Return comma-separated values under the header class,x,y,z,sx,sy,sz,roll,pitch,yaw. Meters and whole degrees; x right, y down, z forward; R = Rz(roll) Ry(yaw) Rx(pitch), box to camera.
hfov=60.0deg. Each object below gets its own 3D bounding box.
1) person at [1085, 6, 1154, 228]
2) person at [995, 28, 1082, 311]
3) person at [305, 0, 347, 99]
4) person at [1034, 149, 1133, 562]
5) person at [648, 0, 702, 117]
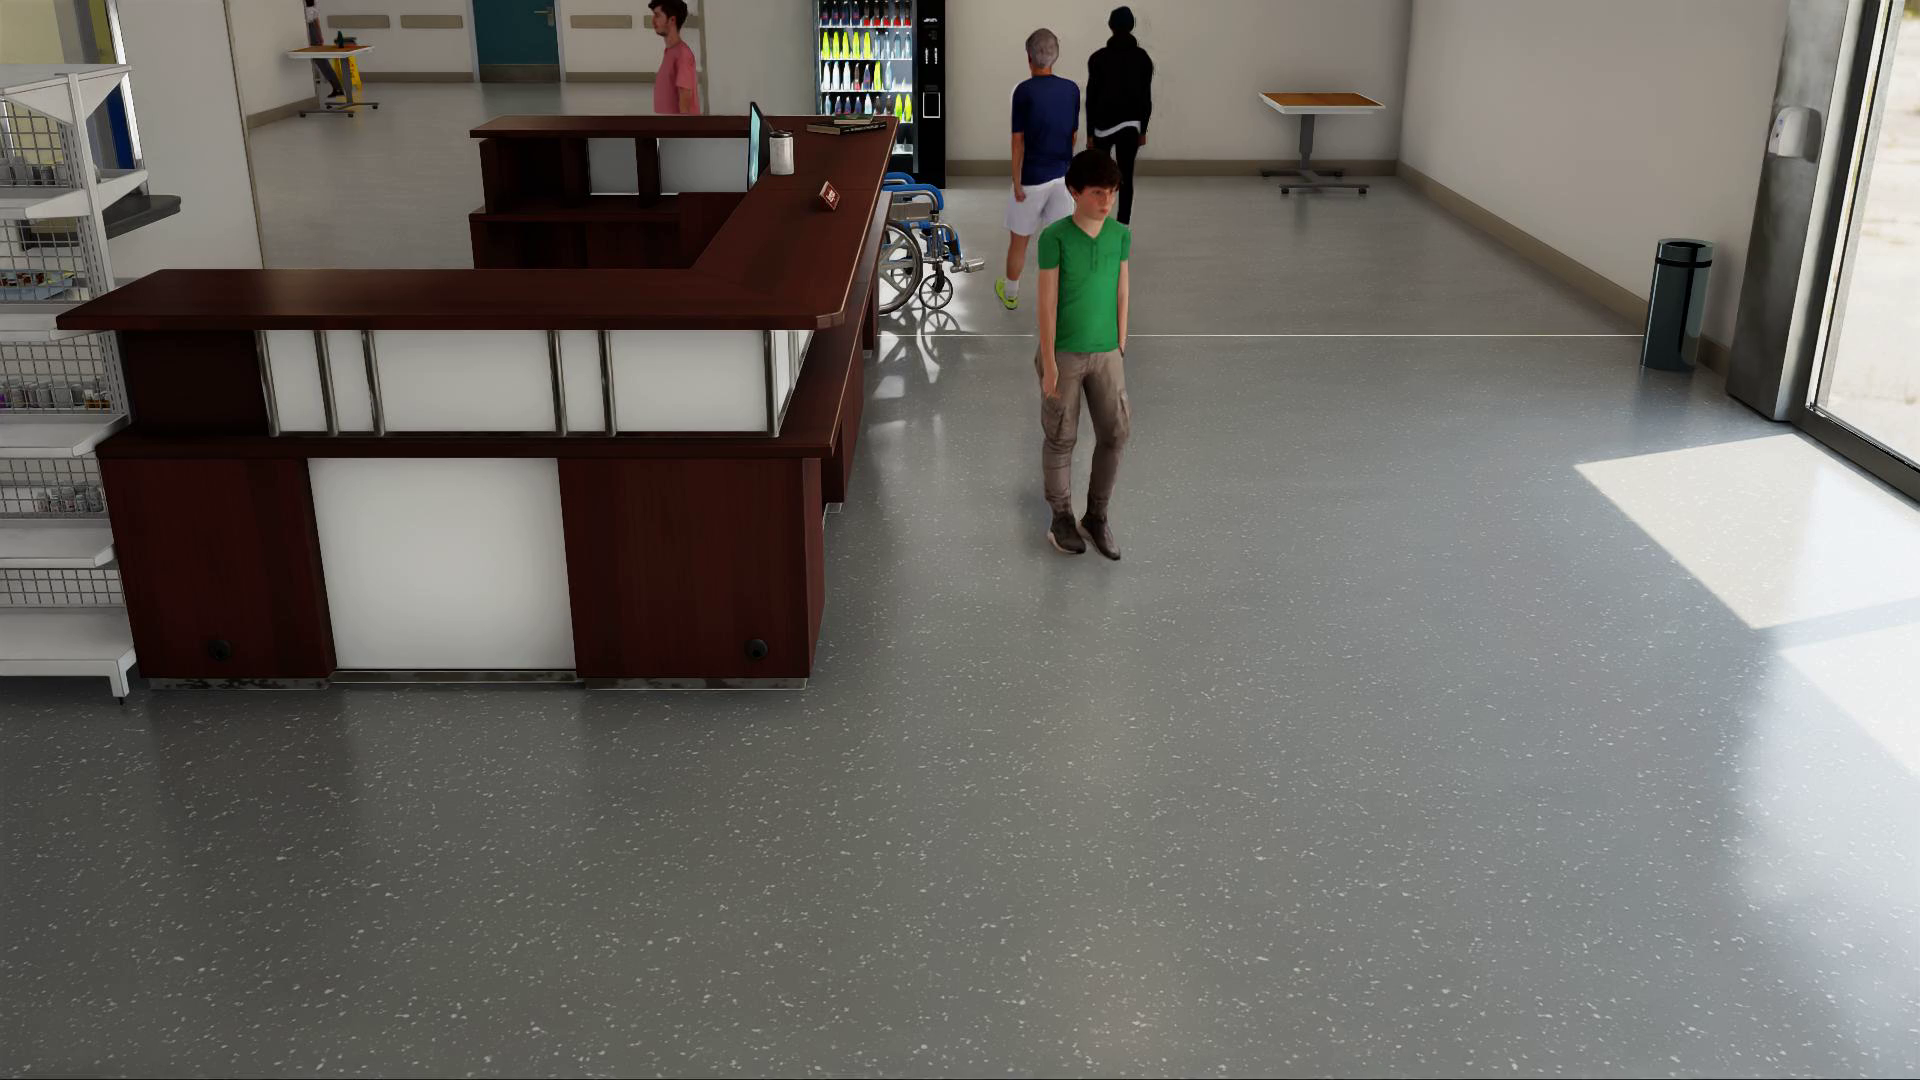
class,x,y,z,sx,sy,sz,roll,pitch,yaw
person,1.220,-3.123,12.751,1.085,1.776,0.764,-1,21,-3
person,0.553,-2.160,10.204,1.178,1.780,0.964,-8,22,-19
person,-8.813,-6.854,22.744,1.228,1.677,0.786,4,21,10
person,0.442,-0.752,6.692,0.649,1.635,0.716,-6,22,-15
person,-1.843,-2.718,11.449,1.056,1.941,0.893,-10,23,-25
